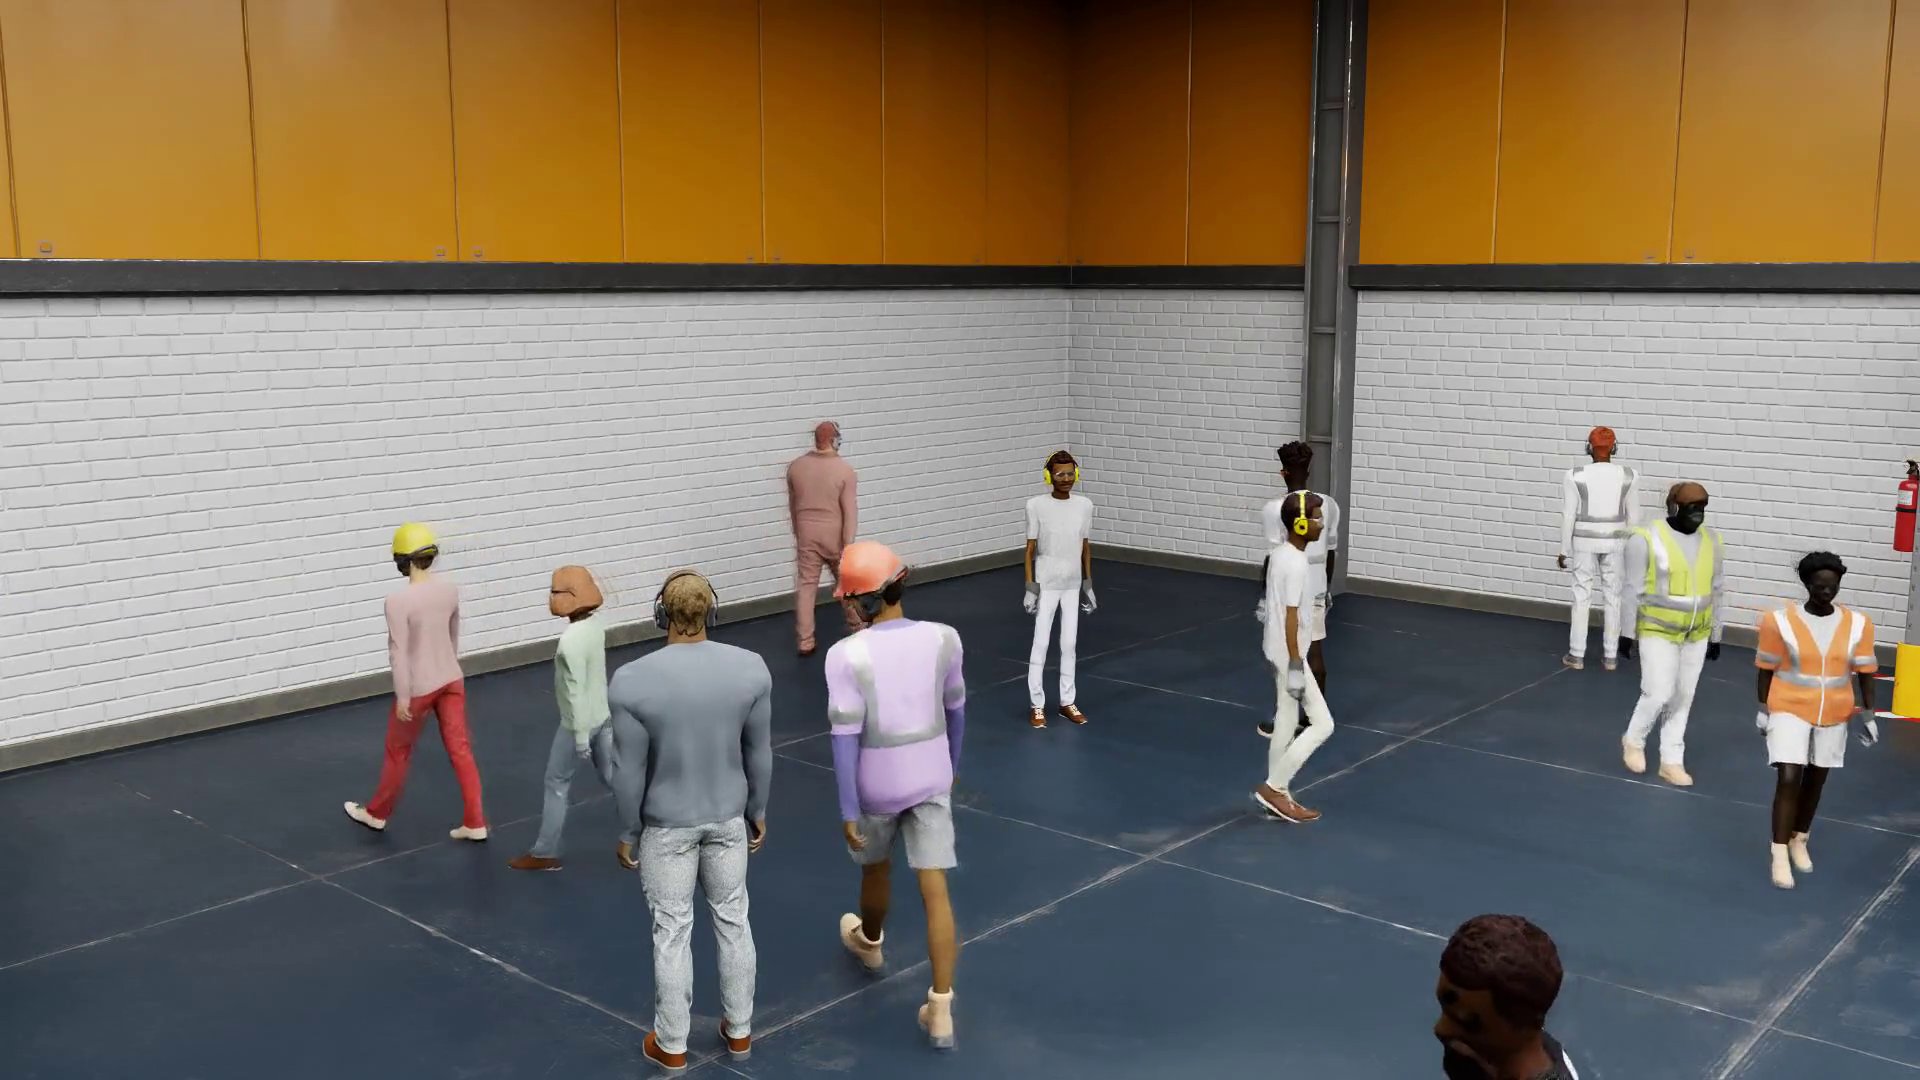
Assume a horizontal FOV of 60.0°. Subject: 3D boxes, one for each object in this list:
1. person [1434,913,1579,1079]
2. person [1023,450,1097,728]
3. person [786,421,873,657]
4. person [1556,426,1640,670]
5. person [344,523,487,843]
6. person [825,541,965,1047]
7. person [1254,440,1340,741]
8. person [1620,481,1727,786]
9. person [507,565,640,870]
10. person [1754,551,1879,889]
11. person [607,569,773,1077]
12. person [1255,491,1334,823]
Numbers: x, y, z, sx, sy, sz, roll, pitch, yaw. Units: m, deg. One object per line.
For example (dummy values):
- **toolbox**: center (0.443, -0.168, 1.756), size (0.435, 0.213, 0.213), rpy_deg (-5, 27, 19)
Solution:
- **person**: center (0.957, 1.600, 3.188), size (0.850, 1.876, 0.611), rpy_deg (0, 9, 3)
- **person**: center (0.677, 0.325, 11.207), size (0.519, 1.873, 0.328), rpy_deg (-3, 10, -19)
- **person**: center (-1.056, -0.028, 13.451), size (0.653, 1.865, 0.938), rpy_deg (3, 10, 18)
- **person**: center (4.911, 0.065, 12.827), size (0.612, 1.885, 0.378), rpy_deg (1, 9, 7)
- **person**: center (-2.919, 0.765, 8.921), size (0.870, 1.721, 0.537), rpy_deg (5, 10, 30)
- **person**: center (-0.267, 0.974, 6.800), size (0.649, 1.961, 1.080), rpy_deg (-3, 10, -21)
- **person**: center (2.191, 0.331, 10.876), size (0.614, 1.962, 0.362), rpy_deg (-5, 10, -30)
- **person**: center (4.250, 0.554, 9.901), size (0.652, 1.830, 0.438), rpy_deg (-2, 9, -11)
- **person**: center (-1.867, 0.910, 8.407), size (0.849, 1.597, 0.505), rpy_deg (1, 9, 8)
- **person**: center (4.262, 0.894, 8.268), size (0.546, 1.671, 0.688), rpy_deg (1, 9, 9)
- **person**: center (-1.018, 1.068, 6.332), size (0.631, 1.940, 0.372), rpy_deg (-4, 10, -26)
- **person**: center (1.867, 0.656, 9.159), size (0.386, 1.859, 0.548), rpy_deg (0, 9, 0)
